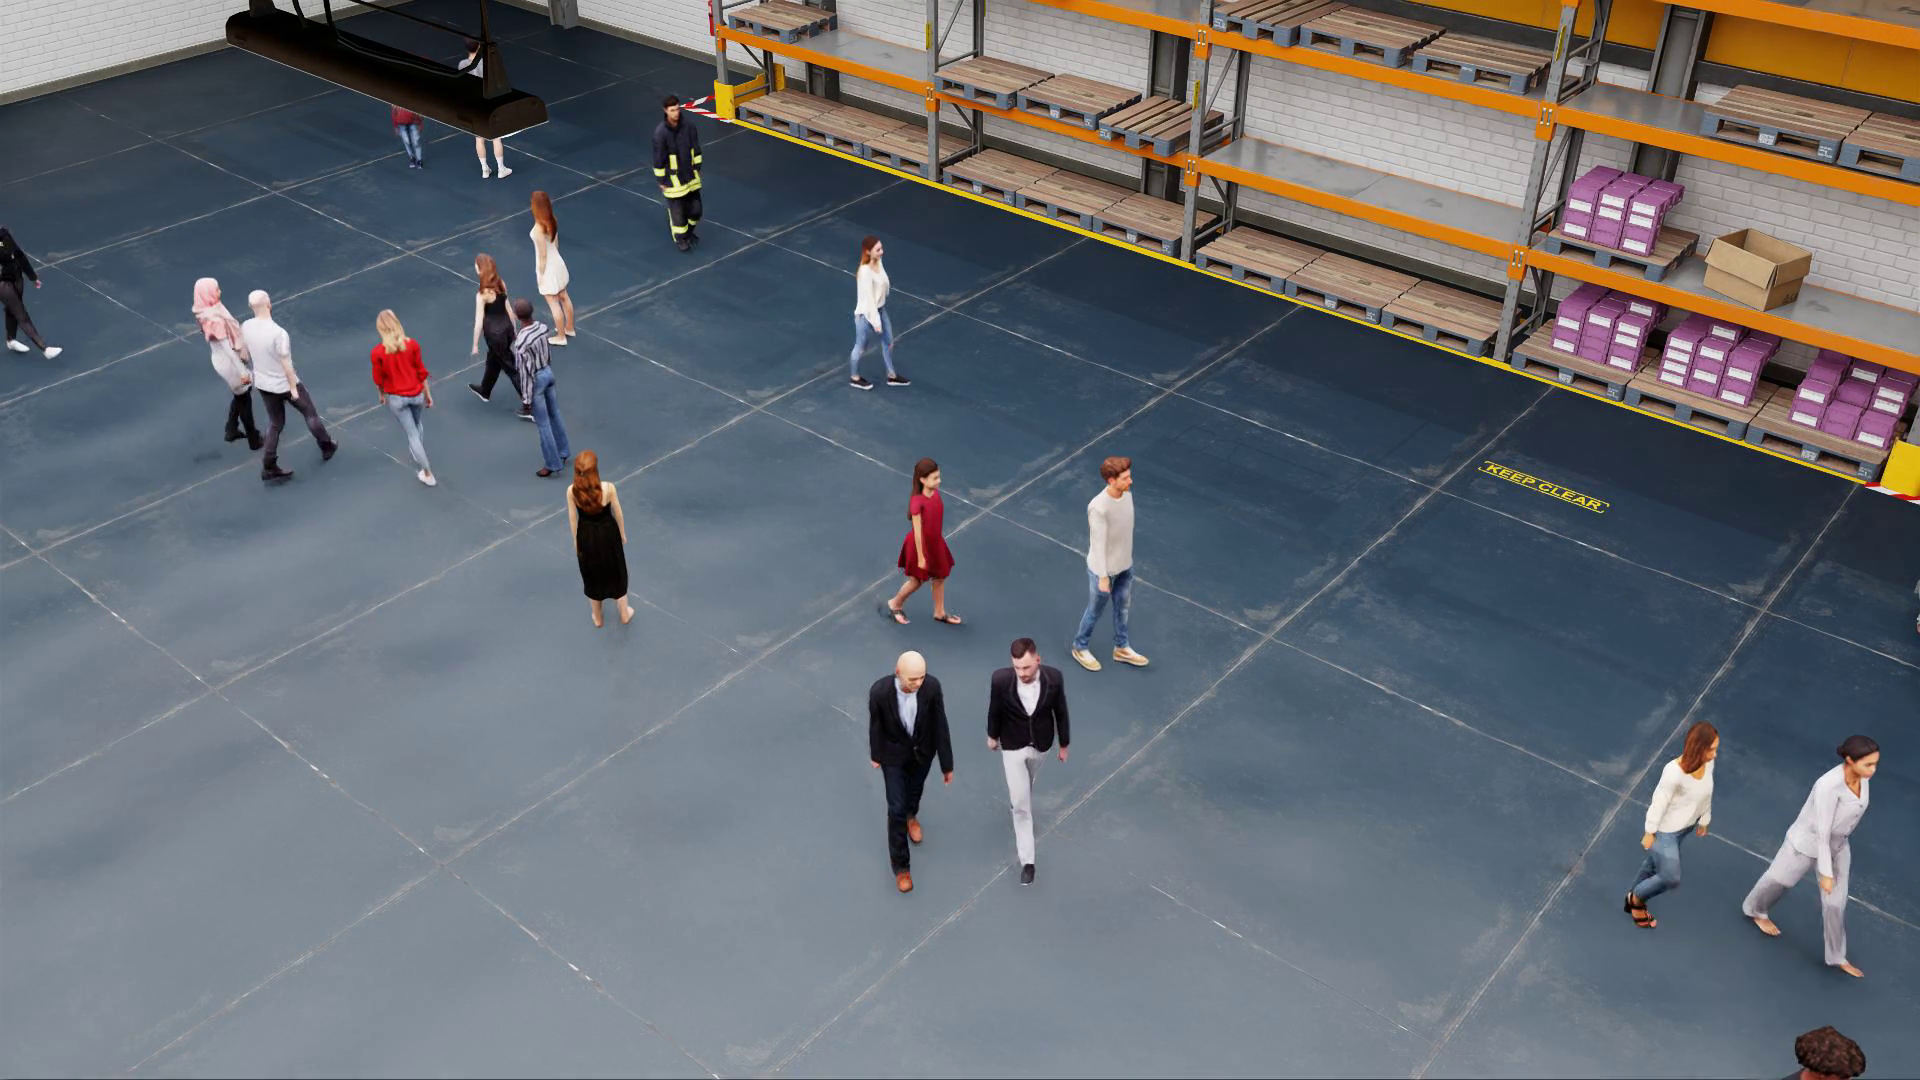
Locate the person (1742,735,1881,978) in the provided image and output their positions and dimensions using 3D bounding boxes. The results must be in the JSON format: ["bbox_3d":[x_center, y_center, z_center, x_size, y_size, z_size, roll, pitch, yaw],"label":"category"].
[{"bbox_3d":[5.349,1.879,10.525,0.923,1.697,1.153,-14,36,-21],"label":"person"}]

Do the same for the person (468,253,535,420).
[{"bbox_3d":[-4.417,-1.951,16.286,1.188,1.697,0.867,12,35,17],"label":"person"}]

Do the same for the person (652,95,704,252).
[{"bbox_3d":[-3.375,-4.386,19.755,0.861,1.914,0.779,-22,39,-29],"label":"person"}]

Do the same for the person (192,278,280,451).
[{"bbox_3d":[-6.958,-1.627,15.706,0.793,1.800,0.724,-18,38,-25],"label":"person"}]

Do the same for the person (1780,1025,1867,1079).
[{"bbox_3d":[4.182,3.143,8.553,0.797,1.774,0.849,-17,37,-24],"label":"person"}]

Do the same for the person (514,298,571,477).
[{"bbox_3d":[-3.891,-1.419,15.400,0.673,1.793,0.689,9,35,14],"label":"person"}]

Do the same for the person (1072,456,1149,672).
[{"bbox_3d":[1.118,0.173,12.905,0.796,1.903,0.679,22,40,30],"label":"person"}]

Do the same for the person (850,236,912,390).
[{"bbox_3d":[-0.982,-2.283,16.813,0.930,1.668,0.776,14,36,21],"label":"person"}]

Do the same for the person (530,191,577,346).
[{"bbox_3d":[-4.358,-2.904,17.709,0.640,1.711,0.637,9,35,13],"label":"person"}]

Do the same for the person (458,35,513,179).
[{"bbox_3d":[-6.228,-5.650,21.693,0.699,1.873,0.802,3,34,4],"label":"person"}]

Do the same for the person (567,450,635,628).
[{"bbox_3d":[-2.924,-0.007,13.428,0.683,1.624,0.733,-6,34,-8],"label":"person"}]

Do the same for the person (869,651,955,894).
[{"bbox_3d":[-0.356,1.390,11.213,1.065,1.750,1.212,-8,34,-11],"label":"person"}]

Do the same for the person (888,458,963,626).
[{"bbox_3d":[-0.317,0.014,13.449,0.848,1.566,0.608,18,38,25],"label":"person"}]

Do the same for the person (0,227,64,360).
[{"bbox_3d":[-10.042,-2.682,17.435,1.182,1.644,0.870,12,35,17],"label":"person"}]

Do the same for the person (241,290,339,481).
[{"bbox_3d":[-6.368,-1.390,15.356,1.130,1.794,0.978,15,37,22],"label":"person"}]

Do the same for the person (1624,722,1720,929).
[{"bbox_3d":[4.496,1.791,10.679,0.702,1.673,0.690,-21,39,-28],"label":"person"}]

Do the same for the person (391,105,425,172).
[{"bbox_3d":[-7.352,-5.566,22.143,0.783,1.235,0.868,-7,34,-10],"label":"person"}]

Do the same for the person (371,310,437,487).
[{"bbox_3d":[-5.051,-1.258,15.267,0.781,1.672,1.023,-24,41,-32],"label":"person"}]

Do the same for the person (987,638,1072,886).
[{"bbox_3d":[0.440,1.323,11.275,1.168,1.792,1.256,-5,34,-7],"label":"person"}]
